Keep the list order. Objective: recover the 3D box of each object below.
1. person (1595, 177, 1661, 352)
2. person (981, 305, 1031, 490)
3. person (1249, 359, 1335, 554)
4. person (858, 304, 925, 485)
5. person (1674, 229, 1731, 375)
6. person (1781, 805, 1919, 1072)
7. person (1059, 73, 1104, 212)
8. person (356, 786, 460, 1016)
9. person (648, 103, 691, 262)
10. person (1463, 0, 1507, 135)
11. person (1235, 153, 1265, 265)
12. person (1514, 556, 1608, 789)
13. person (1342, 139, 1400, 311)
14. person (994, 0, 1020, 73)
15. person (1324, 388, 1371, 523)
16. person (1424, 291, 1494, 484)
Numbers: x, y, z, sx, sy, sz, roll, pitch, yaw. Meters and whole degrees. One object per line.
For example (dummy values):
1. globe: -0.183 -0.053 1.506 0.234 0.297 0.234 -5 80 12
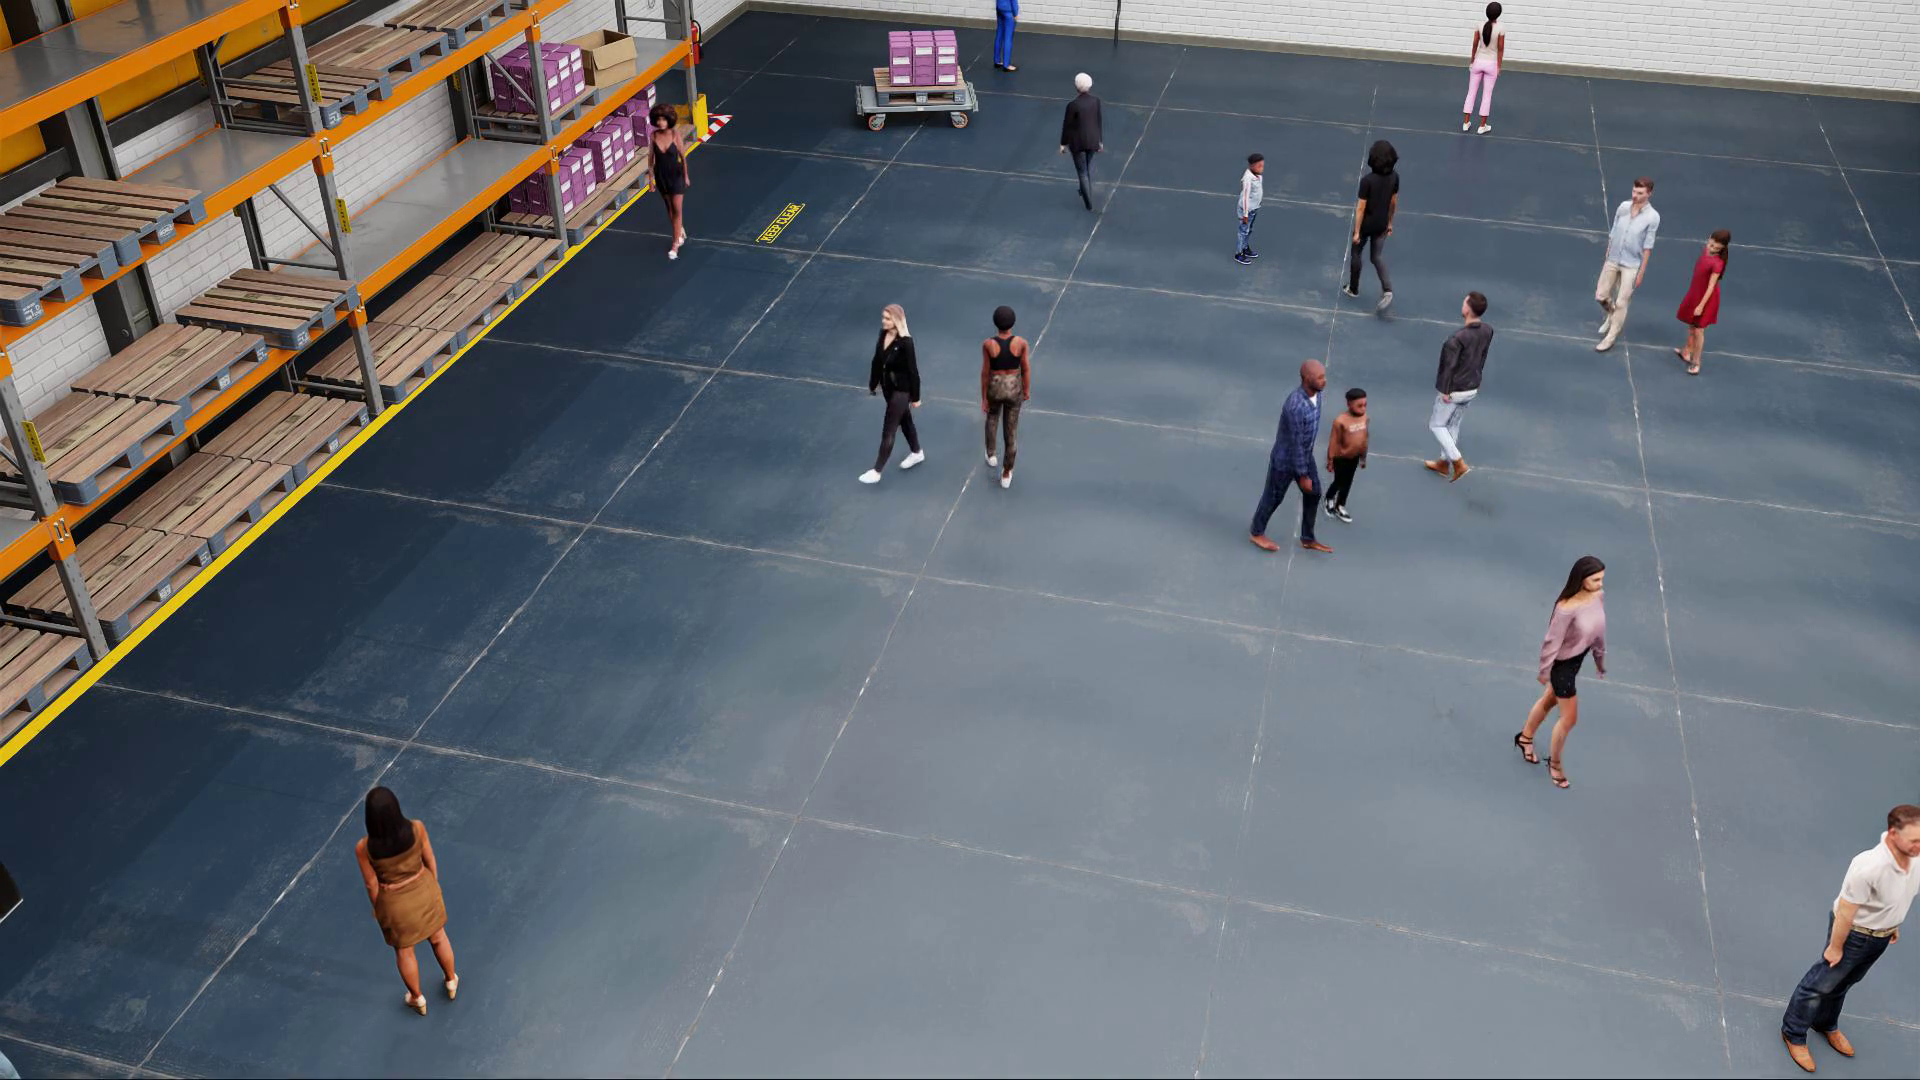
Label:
1. person: 6.813 -2.813 16.868 0.891 1.832 0.827 -25 41 -32
2. person: 0.398 -1.227 14.620 0.695 1.680 0.866 2 34 3
3. person: 2.663 -0.704 13.738 0.947 1.785 0.998 26 42 34
4. person: -0.489 -1.347 14.822 1.141 1.655 0.995 -26 41 -33
5. person: 7.420 -2.452 16.602 0.850 1.526 0.673 8 34 12
6. person: 5.041 2.177 9.340 0.751 1.856 0.776 -12 35 -17
7. person: 1.579 -4.734 20.082 1.064 1.769 1.061 -15 37 -22
8. person: -3.200 2.085 9.629 0.623 1.690 0.698 -21 39 -29
9. person: -3.277 -4.097 18.876 0.722 1.748 1.129 3 34 4
10. person: 7.018 -6.325 22.234 0.631 1.742 0.613 20 39 27
11. person: 3.279 -3.785 18.848 0.592 1.259 0.486 18 37 24
12. person: 4.073 0.828 11.426 0.831 1.794 0.883 -26 42 -34
13. person: 4.424 -3.324 17.658 0.999 1.810 1.152 -10 35 -15
14. person: 0.673 -7.770 24.445 0.758 1.700 0.700 -18 38 -25
15. person: 3.298 -0.763 14.309 0.642 1.250 0.693 -13 36 -19
16. person: 4.428 -1.300 14.601 0.917 1.823 0.982 -17 37 -23
